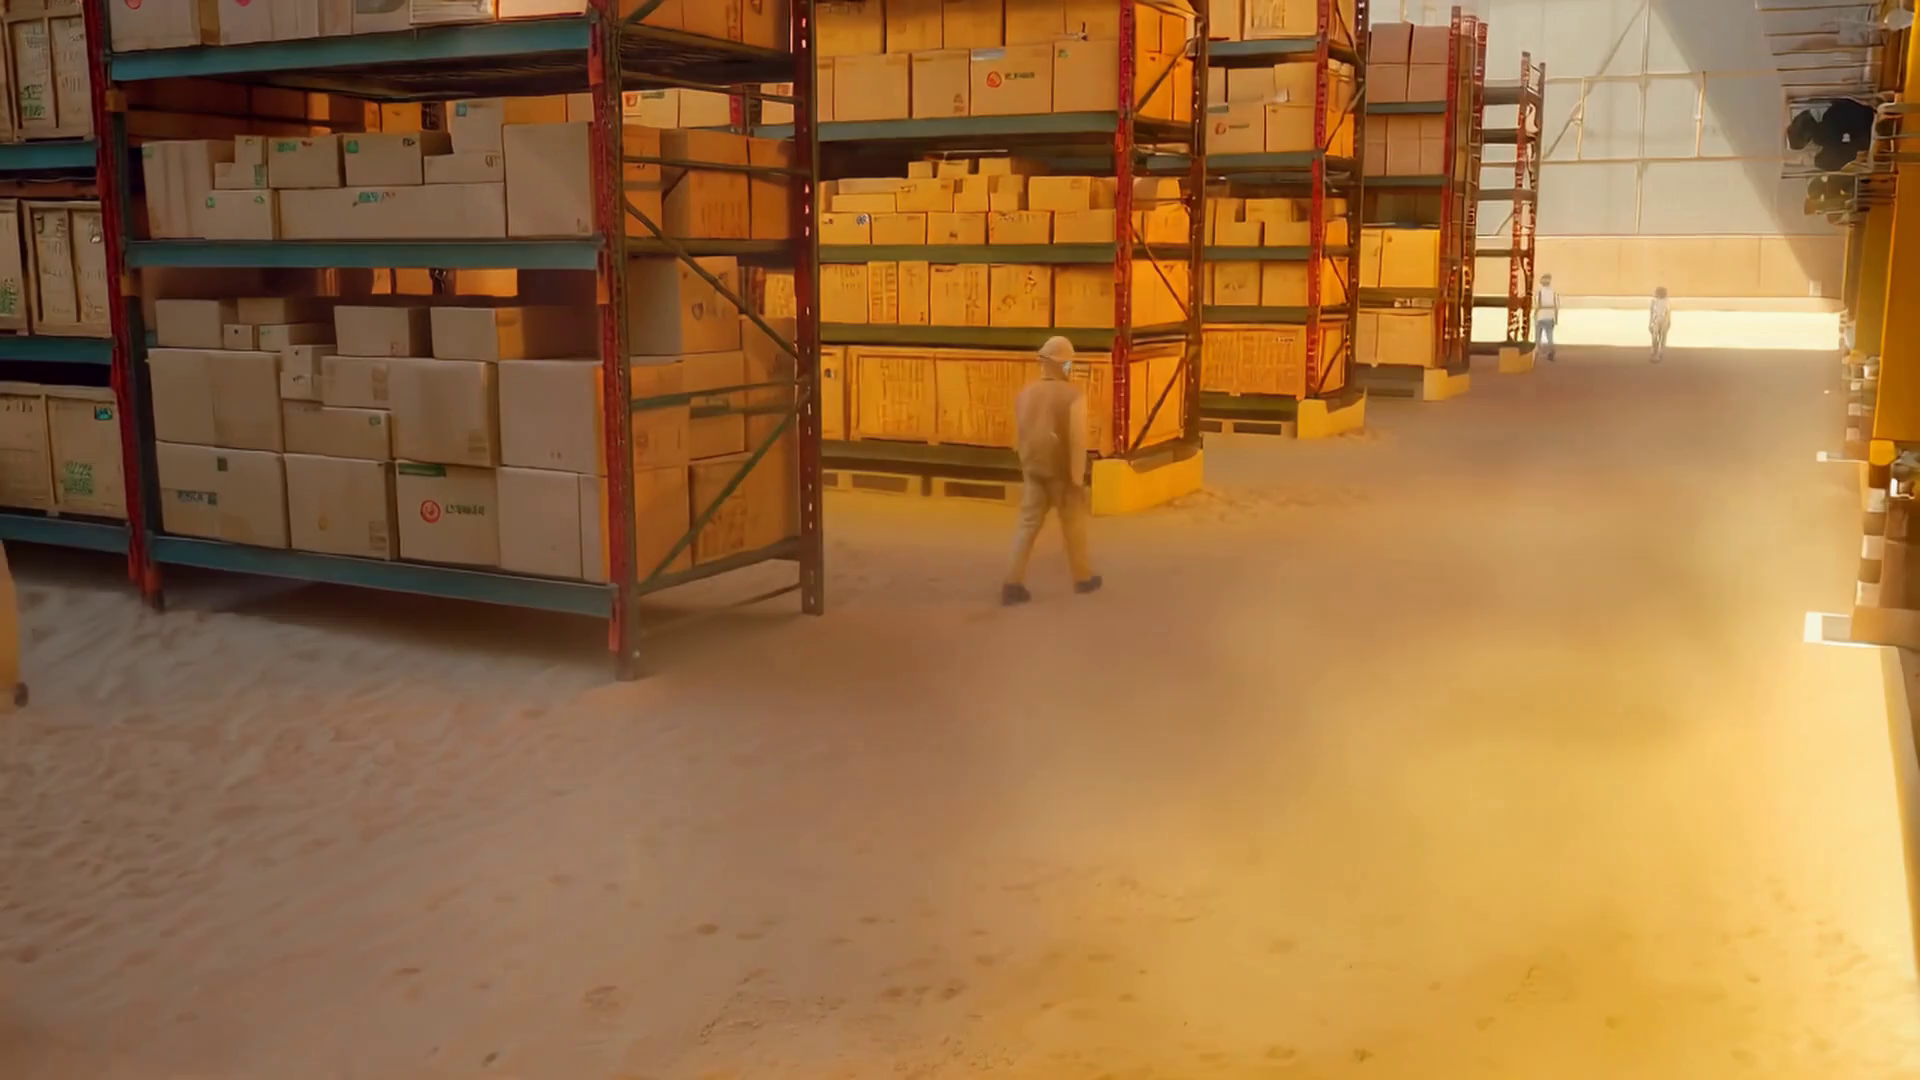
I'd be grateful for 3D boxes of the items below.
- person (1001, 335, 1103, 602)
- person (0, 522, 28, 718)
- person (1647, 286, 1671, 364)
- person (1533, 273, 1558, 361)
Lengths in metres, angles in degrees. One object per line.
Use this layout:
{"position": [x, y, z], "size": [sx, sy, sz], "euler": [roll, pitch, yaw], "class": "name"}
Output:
{"position": [0.618, -0.480, 11.202], "size": [0.613, 1.785, 0.951], "euler": [8, 12, 37], "class": "person"}
{"position": [-3.442, 0.472, 5.400], "size": [0.710, 1.876, 0.684], "euler": [-9, 13, -42], "class": "person"}
{"position": [14.694, -4.509, 34.950], "size": [0.514, 1.636, 0.315], "euler": [-3, 10, -15], "class": "person"}
{"position": [12.672, -4.814, 35.947], "size": [0.559, 1.916, 0.873], "euler": [0, 10, -1], "class": "person"}
